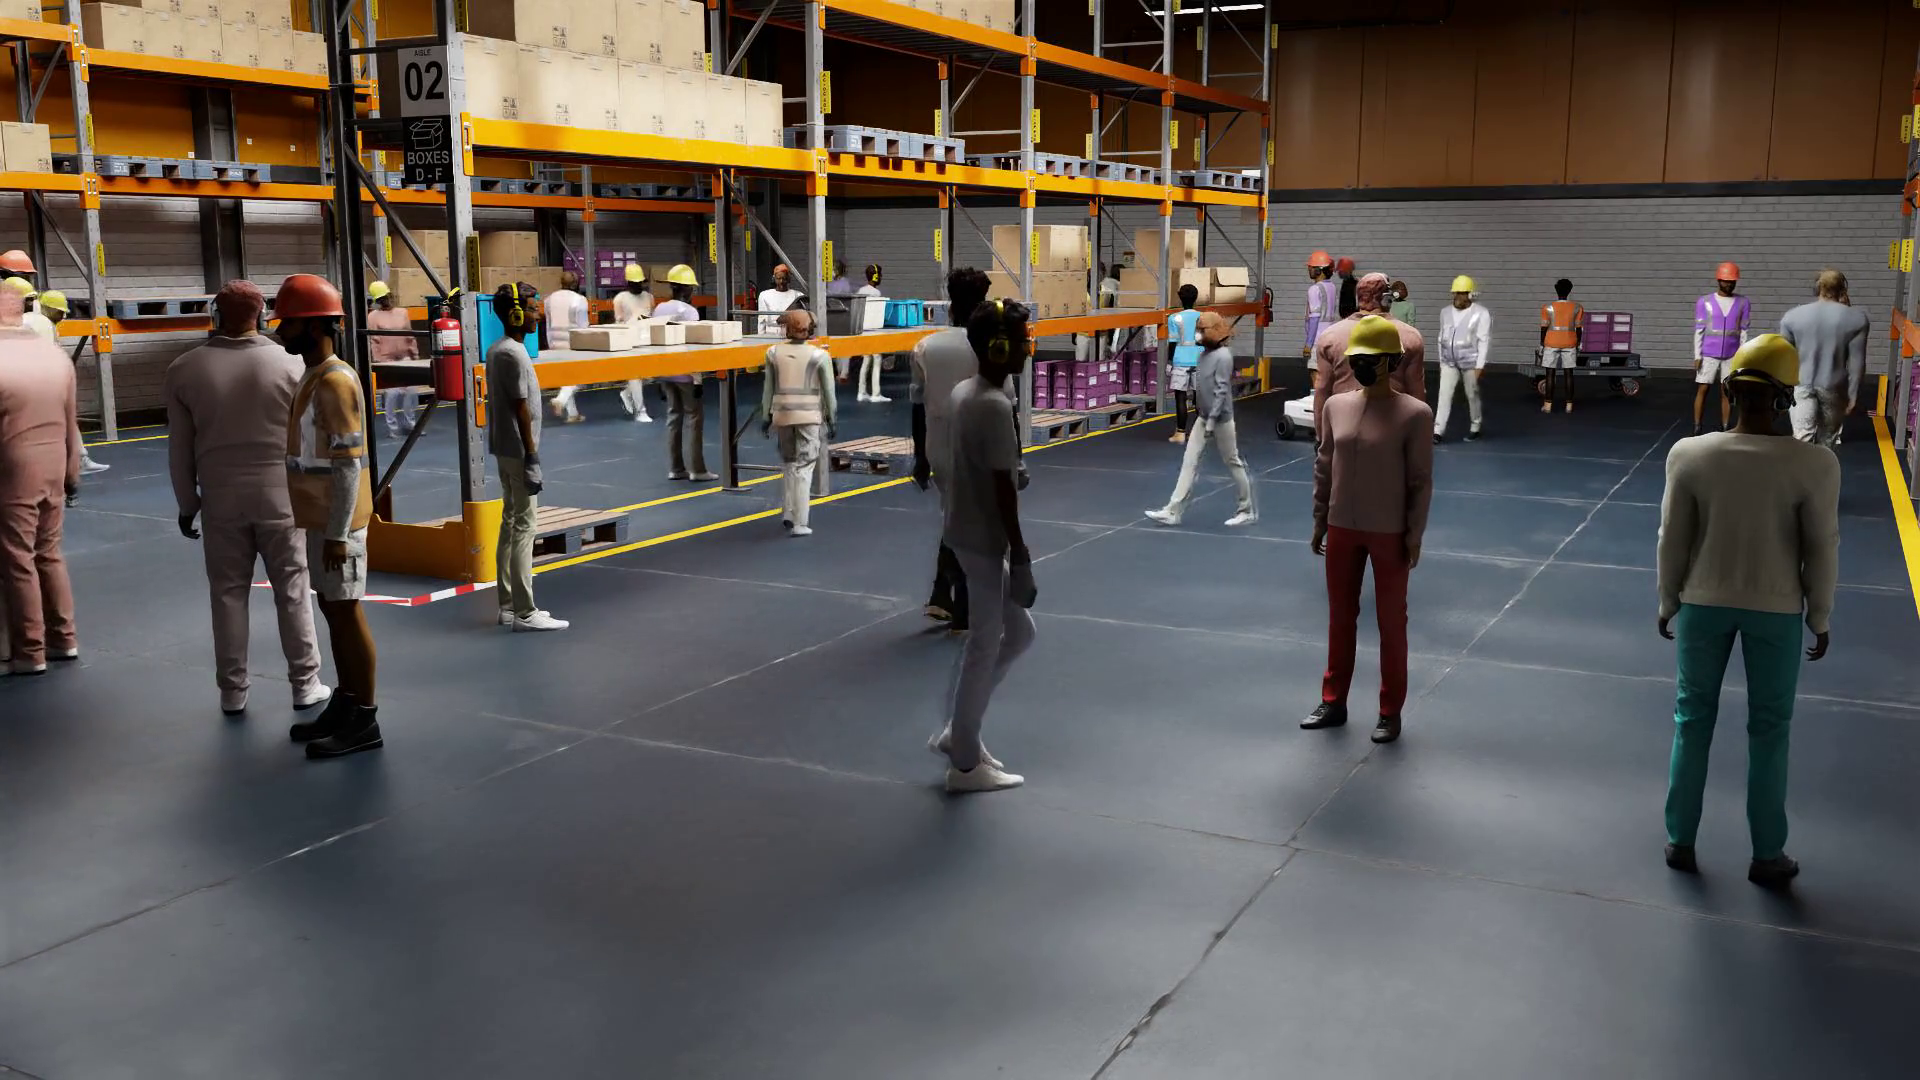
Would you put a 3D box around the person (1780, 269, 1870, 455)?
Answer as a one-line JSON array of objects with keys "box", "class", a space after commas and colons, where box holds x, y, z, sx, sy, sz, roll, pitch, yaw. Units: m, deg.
[{"box": [6.822, -1.192, 13.224, 0.645, 1.886, 1.001, 5, 11, 26], "class": "person"}]

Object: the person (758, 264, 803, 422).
[{"box": [-2.136, -2.351, 19.945, 0.573, 1.883, 0.356, -1, 10, -6], "class": "person"}]

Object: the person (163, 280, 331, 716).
[{"box": [-3.101, -0.182, 7.319, 0.655, 1.905, 0.407, -3, 10, -15], "class": "person"}]

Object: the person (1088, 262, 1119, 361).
[{"box": [2.172, -3.296, 25.351, 0.685, 1.909, 0.575, 8, 13, 39], "class": "person"}]

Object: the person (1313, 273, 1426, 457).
[{"box": [2.458, -0.646, 10.011, 0.652, 1.904, 0.402, 3, 10, 17], "class": "person"}]

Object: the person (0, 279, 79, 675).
[{"box": [-4.541, -0.298, 8.013, 0.402, 1.903, 0.663, 2, 10, 11], "class": "person"}]

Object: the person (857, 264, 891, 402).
[{"box": [-1.193, -2.799, 22.601, 0.401, 1.857, 0.542, -7, 12, -36], "class": "person"}]

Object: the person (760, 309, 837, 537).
[{"box": [-1.137, -0.842, 11.942, 0.552, 1.618, 0.505, 3, 10, 17], "class": "person"}]

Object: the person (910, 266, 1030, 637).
[{"box": [0.053, -0.459, 8.774, 0.613, 1.949, 0.454, 8, 13, 40], "class": "person"}]

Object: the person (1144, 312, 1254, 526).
[{"box": [1.821, -0.877, 12.240, 0.858, 1.585, 0.513, -4, 10, -20], "class": "person"}]

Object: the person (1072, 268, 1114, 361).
[{"box": [1.830, -2.841, 22.931, 0.626, 1.836, 0.428, 0, 10, -3], "class": "person"}]

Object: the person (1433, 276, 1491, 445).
[{"box": [5.308, -1.896, 17.602, 0.613, 1.783, 0.925, 9, 13, 43], "class": "person"}]

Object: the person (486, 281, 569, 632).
[{"box": [-2.352, -0.441, 8.926, 0.326, 1.872, 0.518, -6, 11, -31], "class": "person"}]

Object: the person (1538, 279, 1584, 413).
[{"box": [7.614, -2.457, 21.094, 0.537, 1.695, 0.317, 1, 10, 8], "class": "person"}]

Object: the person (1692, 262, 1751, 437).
[{"box": [8.128, -1.992, 17.762, 0.547, 1.927, 0.415, 2, 10, 12], "class": "person"}]

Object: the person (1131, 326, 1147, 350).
[{"box": [2.936, -3.394, 25.744, 0.858, 1.968, 0.621, -5, 11, -27], "class": "person"}]

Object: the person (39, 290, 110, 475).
[{"box": [-8.089, -1.379, 14.877, 0.826, 1.677, 0.545, -2, 10, -9], "class": "person"}]

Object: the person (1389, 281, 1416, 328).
[{"box": [6.065, -2.776, 23.123, 0.497, 1.633, 0.285, 7, 12, 34], "class": "person"}]

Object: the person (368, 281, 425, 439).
[{"box": [-6.164, -1.946, 18.097, 0.342, 1.724, 0.612, 8, 12, 37], "class": "person"}]

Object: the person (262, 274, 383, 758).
[{"box": [-2.568, -0.094, 6.720, 0.359, 1.938, 0.547, -6, 11, -31], "class": "person"}]

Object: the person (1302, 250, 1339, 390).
[{"box": [4.174, -2.344, 19.427, 0.369, 2.048, 0.607, 7, 12, 33], "class": "person"}]

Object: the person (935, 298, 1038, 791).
[{"box": [0.120, 0.038, 6.189, 0.422, 1.853, 0.538, -2, 10, -10], "class": "person"}]

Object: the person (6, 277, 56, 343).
[{"box": [-7.505, -1.195, 13.400, 0.404, 1.828, 0.602, 0, 10, -1], "class": "person"}]

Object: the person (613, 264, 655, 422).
[{"box": [-3.941, -2.362, 19.995, 0.623, 1.896, 0.592, 8, 13, 39], "class": "person"}]

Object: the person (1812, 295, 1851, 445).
[{"box": [9.218, -1.818, 17.601, 0.496, 1.629, 0.277, 4, 11, 22], "class": "person"}]

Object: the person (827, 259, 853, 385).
[{"box": [-1.874, -3.342, 25.551, 0.447, 1.923, 0.648, -7, 12, -34], "class": "person"}]

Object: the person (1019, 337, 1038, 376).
[{"box": [0.749, -2.707, 22.149, 0.602, 1.830, 0.404, 0, 10, -1], "class": "person"}]

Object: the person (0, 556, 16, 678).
[{"box": [-4.692, -0.152, 7.916, 0.309, 1.640, 0.512, -7, 12, -37], "class": "person"}]

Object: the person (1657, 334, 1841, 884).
[{"box": [2.534, 0.222, 5.384, 0.533, 1.767, 0.313, 7, 12, 34], "class": "person"}]

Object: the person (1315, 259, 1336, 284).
[{"box": [5.783, -3.506, 26.494, 0.367, 1.930, 0.542, 2, 10, 10], "class": "person"}]

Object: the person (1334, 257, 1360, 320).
[{"box": [5.982, -3.353, 25.507, 0.569, 1.961, 0.643, 0, 10, -1], "class": "person"}]

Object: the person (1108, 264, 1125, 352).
[{"box": [2.629, -3.713, 27.947, 0.430, 1.844, 0.624, 2, 10, 13], "class": "person"}]

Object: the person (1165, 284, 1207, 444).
[{"box": [2.420, -1.862, 17.641, 0.538, 1.698, 0.320, -4, 11, -22], "class": "person"}]

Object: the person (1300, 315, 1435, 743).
[{"box": [1.698, -0.045, 6.932, 0.522, 1.768, 0.312, 8, 13, 40], "class": "person"}]

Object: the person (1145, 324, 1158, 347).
[{"box": [2.928, -3.186, 24.781, 0.356, 1.883, 0.573, -4, 11, -23], "class": "person"}]

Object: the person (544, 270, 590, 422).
[{"box": [-4.664, -2.273, 19.683, 0.628, 1.821, 0.678, 4, 11, 24], "class": "person"}]

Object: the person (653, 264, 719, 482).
[{"box": [-2.453, -1.468, 14.735, 0.601, 1.922, 0.415, 9, 13, 41], "class": "person"}]

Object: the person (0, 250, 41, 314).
[{"box": [-8.010, -1.445, 14.233, 0.616, 2.041, 0.380, 4, 10, 20], "class": "person"}]

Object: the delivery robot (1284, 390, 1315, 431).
[{"box": [3.798, -1.369, 17.825, 0.477, 0.478, 0.707, -5, 11, -26], "class": "delivery robot"}]
